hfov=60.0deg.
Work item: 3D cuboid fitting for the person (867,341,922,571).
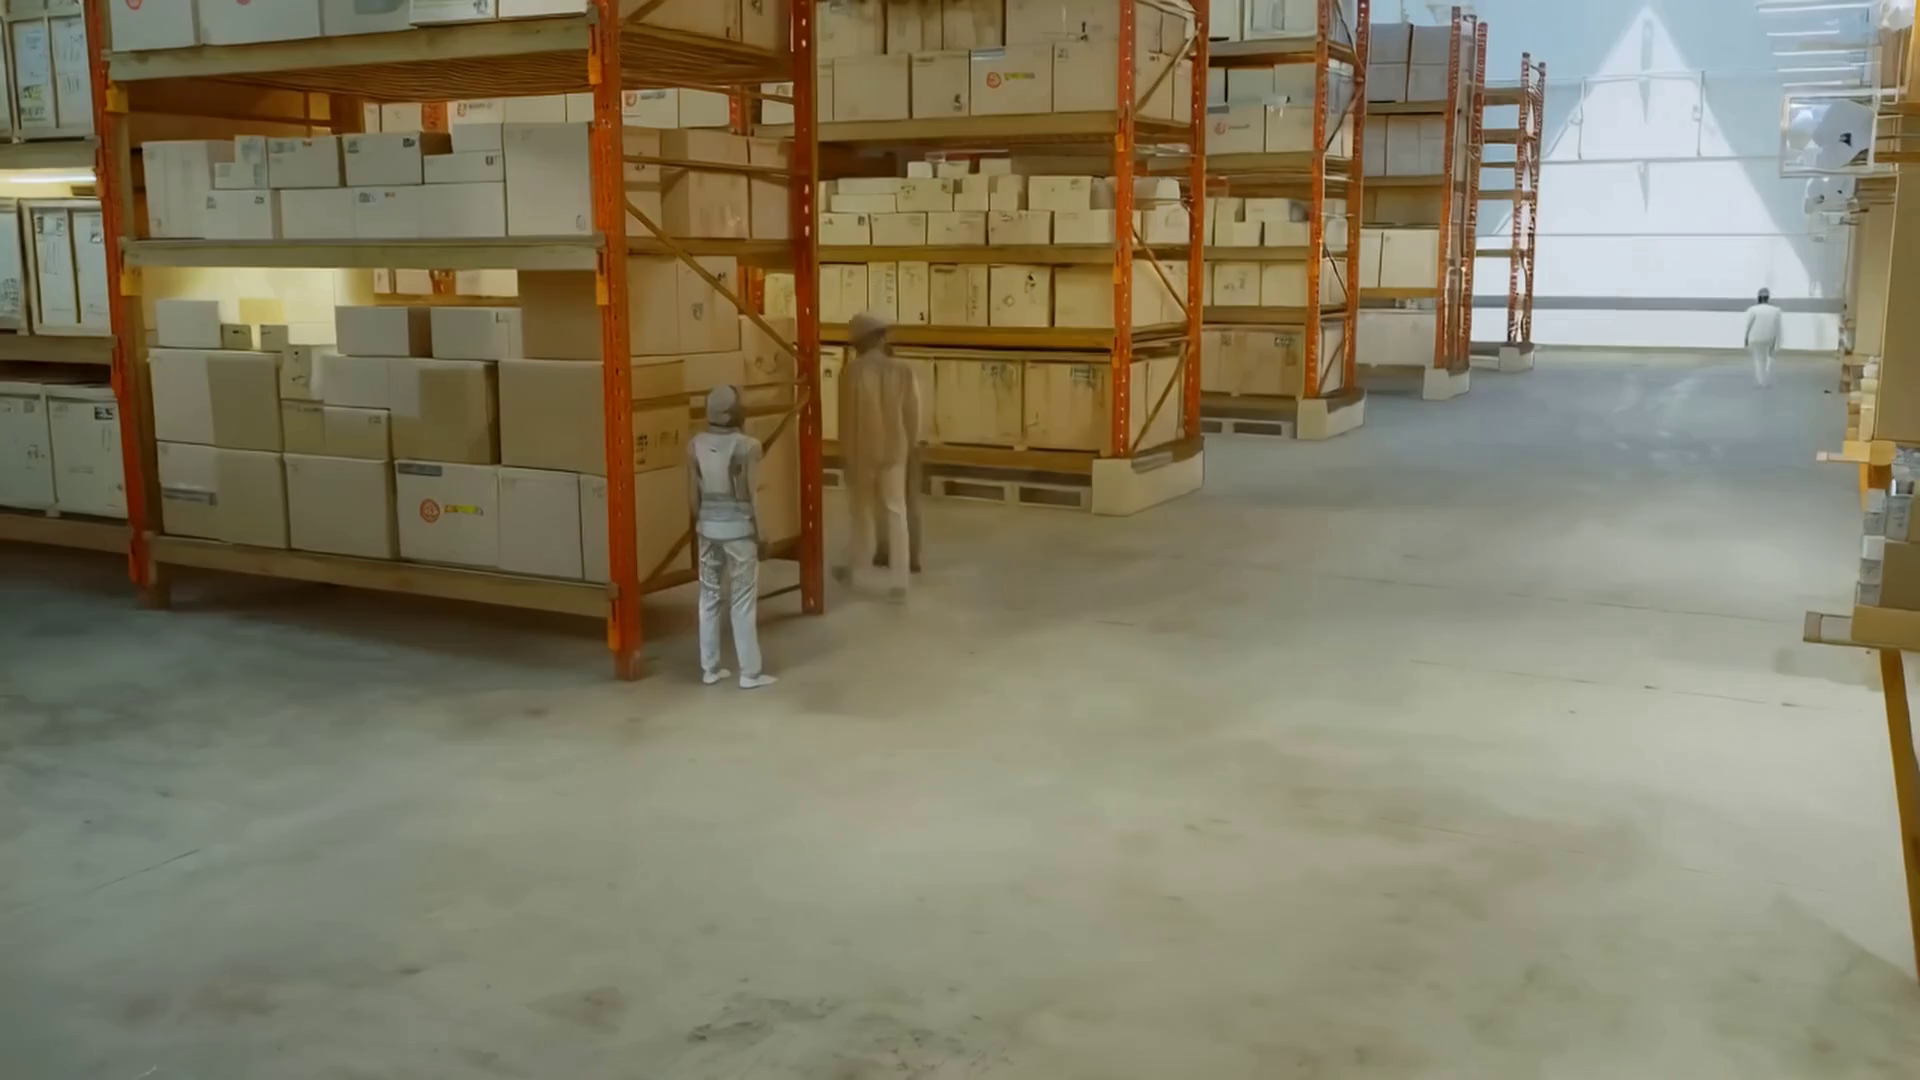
[{"bbox_3d":[-0.530,-0.631,12.257,0.504,1.723,0.559,-4,10,-20],"label":"person"}]

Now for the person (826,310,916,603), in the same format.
[{"bbox_3d":[-0.598,-0.585,11.351,0.661,1.938,1.018,-5,11,-26],"label":"person"}]

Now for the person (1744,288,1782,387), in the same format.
[{"bbox_3d":[14.059,-3.553,29.209,0.565,1.712,0.795,1,10,7],"label":"person"}]

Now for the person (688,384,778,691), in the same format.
[{"bbox_3d":[-1.230,-0.011,8.899,0.514,1.639,0.310,6,11,30],"label":"person"}]
